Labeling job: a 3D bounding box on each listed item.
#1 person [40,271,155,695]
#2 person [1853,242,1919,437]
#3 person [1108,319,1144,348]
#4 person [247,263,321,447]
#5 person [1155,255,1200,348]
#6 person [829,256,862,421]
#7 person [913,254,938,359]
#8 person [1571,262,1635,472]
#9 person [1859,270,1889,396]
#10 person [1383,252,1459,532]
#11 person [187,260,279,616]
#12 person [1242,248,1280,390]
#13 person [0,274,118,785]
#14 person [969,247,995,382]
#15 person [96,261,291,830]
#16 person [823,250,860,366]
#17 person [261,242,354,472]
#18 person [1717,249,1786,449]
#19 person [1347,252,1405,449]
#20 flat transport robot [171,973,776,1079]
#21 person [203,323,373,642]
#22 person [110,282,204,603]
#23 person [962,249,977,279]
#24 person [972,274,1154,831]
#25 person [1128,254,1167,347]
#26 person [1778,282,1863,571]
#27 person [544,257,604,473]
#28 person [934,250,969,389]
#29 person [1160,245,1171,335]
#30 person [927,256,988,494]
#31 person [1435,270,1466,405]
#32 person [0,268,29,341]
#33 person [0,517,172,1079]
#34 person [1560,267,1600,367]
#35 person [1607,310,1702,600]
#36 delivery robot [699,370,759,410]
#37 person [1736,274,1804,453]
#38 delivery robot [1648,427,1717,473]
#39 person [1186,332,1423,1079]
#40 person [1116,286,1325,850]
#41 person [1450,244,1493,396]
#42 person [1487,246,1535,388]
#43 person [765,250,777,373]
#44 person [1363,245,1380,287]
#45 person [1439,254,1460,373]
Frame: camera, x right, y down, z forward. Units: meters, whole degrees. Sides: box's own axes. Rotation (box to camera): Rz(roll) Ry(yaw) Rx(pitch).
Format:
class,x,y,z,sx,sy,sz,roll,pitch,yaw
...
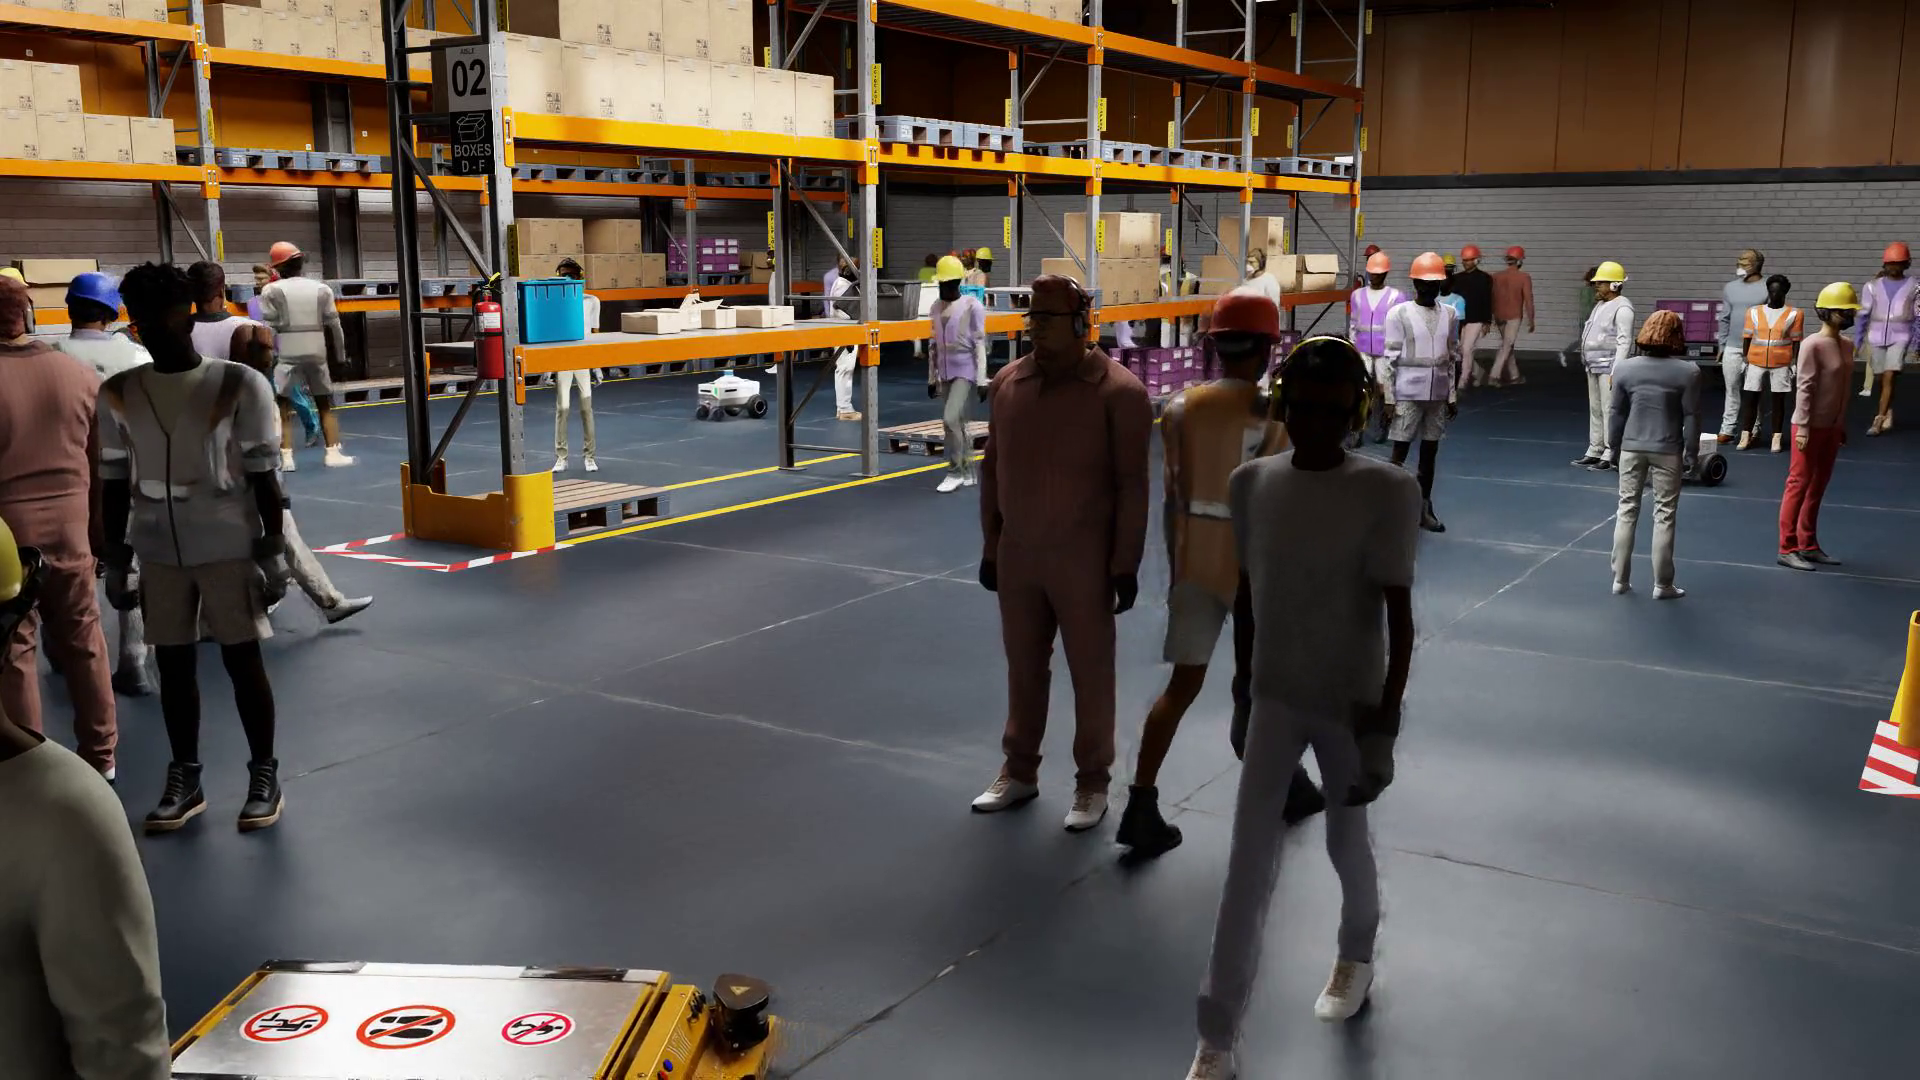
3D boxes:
class,x,y,z,sx,sy,sz,roll,pitch,yaw
person,-3.960,-0.271,7.587,0.625,1.871,0.976,-9,14,-42
person,9.747,-2.107,17.423,0.621,2.008,0.995,10,14,43
person,2.435,-3.314,24.465,0.441,1.882,0.654,-4,11,-23
person,-6.533,-1.746,15.957,0.566,1.811,0.887,3,11,14
person,2.997,-3.025,22.973,0.626,1.837,0.428,0,10,1
person,-1.255,-2.268,18.758,0.429,1.842,0.620,-1,10,-8
person,-0.519,-4.006,28.559,0.637,1.777,1.037,5,11,25
person,5.665,-1.519,14.624,0.404,1.832,0.594,-1,10,-4
person,11.952,-2.674,21.579,0.499,1.633,0.289,2,10,12
person,3.194,-1.006,11.488,0.552,1.935,0.365,-2,11,-13
person,-3.951,-0.523,8.900,0.587,1.909,0.391,-6,12,-29
person,3.283,-2.265,18.469,0.391,1.939,0.640,-4,11,-21
person,-3.372,0.004,5.984,0.403,1.904,0.651,7,12,32
person,0.306,-3.209,23.737,0.383,1.924,0.601,-1,10,-8
person,-2.630,0.033,5.706,0.619,1.959,0.387,0,10,-1
person,-1.754,-3.437,25.132,0.617,1.892,0.982,-3,11,-15
person,-5.819,-1.610,14.683,0.901,2.007,0.442,-9,13,-40
person,7.682,-1.859,16.225,0.369,1.935,0.630,-6,12,-32
person,4.082,-1.864,16.342,0.561,1.908,0.816,5,12,28
flat transport robot,-1.188,1.209,3.837,1.431,0.197,0.652,1,10,4
person,-3.465,-0.286,8.434,0.860,1.594,0.539,-2,10,-12
person,-4.383,-0.517,9.039,0.340,1.845,0.513,0,10,0
person,0.149,-3.456,25.217,0.348,1.882,0.584,-3,11,-17
person,0.329,0.045,5.752,0.641,1.910,0.401,7,12,35
person,2.637,-3.212,23.674,1.044,1.936,0.639,-6,12,-31
person,5.331,-0.699,10.263,0.526,1.768,0.331,-7,12,-34
person,-3.378,-1.519,14.524,0.514,1.872,0.328,-2,10,-10
person,-0.103,-2.976,22.556,0.587,1.883,0.341,-8,13,-36
person,3.628,-4.198,29.192,0.578,1.932,0.384,4,11,23
person,-0.062,-1.311,13.329,0.704,1.892,0.642,-9,14,-41
person,5.838,-2.445,20.223,0.843,1.648,0.552,-10,14,-44
person,-8.787,-1.641,15.483,0.532,1.767,0.328,10,14,44
person,-1.163,0.794,1.990,0.533,1.767,0.312,5,12,28
person,9.758,-3.444,25.916,0.508,1.615,0.644,-10,14,-42
person,3.924,-0.480,9.420,0.508,1.632,0.271,9,14,41
delivery robot,-2.606,-1.676,18.775,0.477,0.478,0.707,9,13,40
person,7.742,-1.684,15.905,0.530,1.699,0.321,7,12,33
delivery robot,5.902,-0.767,13.737,0.707,0.478,0.477,-5,11,-28
person,0.868,0.404,4.060,0.508,1.824,0.937,6,12,29
person,0.884,0.098,5.574,0.567,1.879,0.999,10,14,43
person,6.698,-2.884,21.804,0.753,1.970,0.629,-8,13,-38
person,7.607,-3.080,22.992,1.026,1.942,0.653,-8,13,-37
person,-2.814,-3.473,25.350,0.328,1.872,0.514,-2,10,-11
person,6.993,-4.037,28.287,0.364,1.935,0.553,7,13,35
person,6.782,-3.067,23.206,0.602,1.828,0.404,0,10,-2
